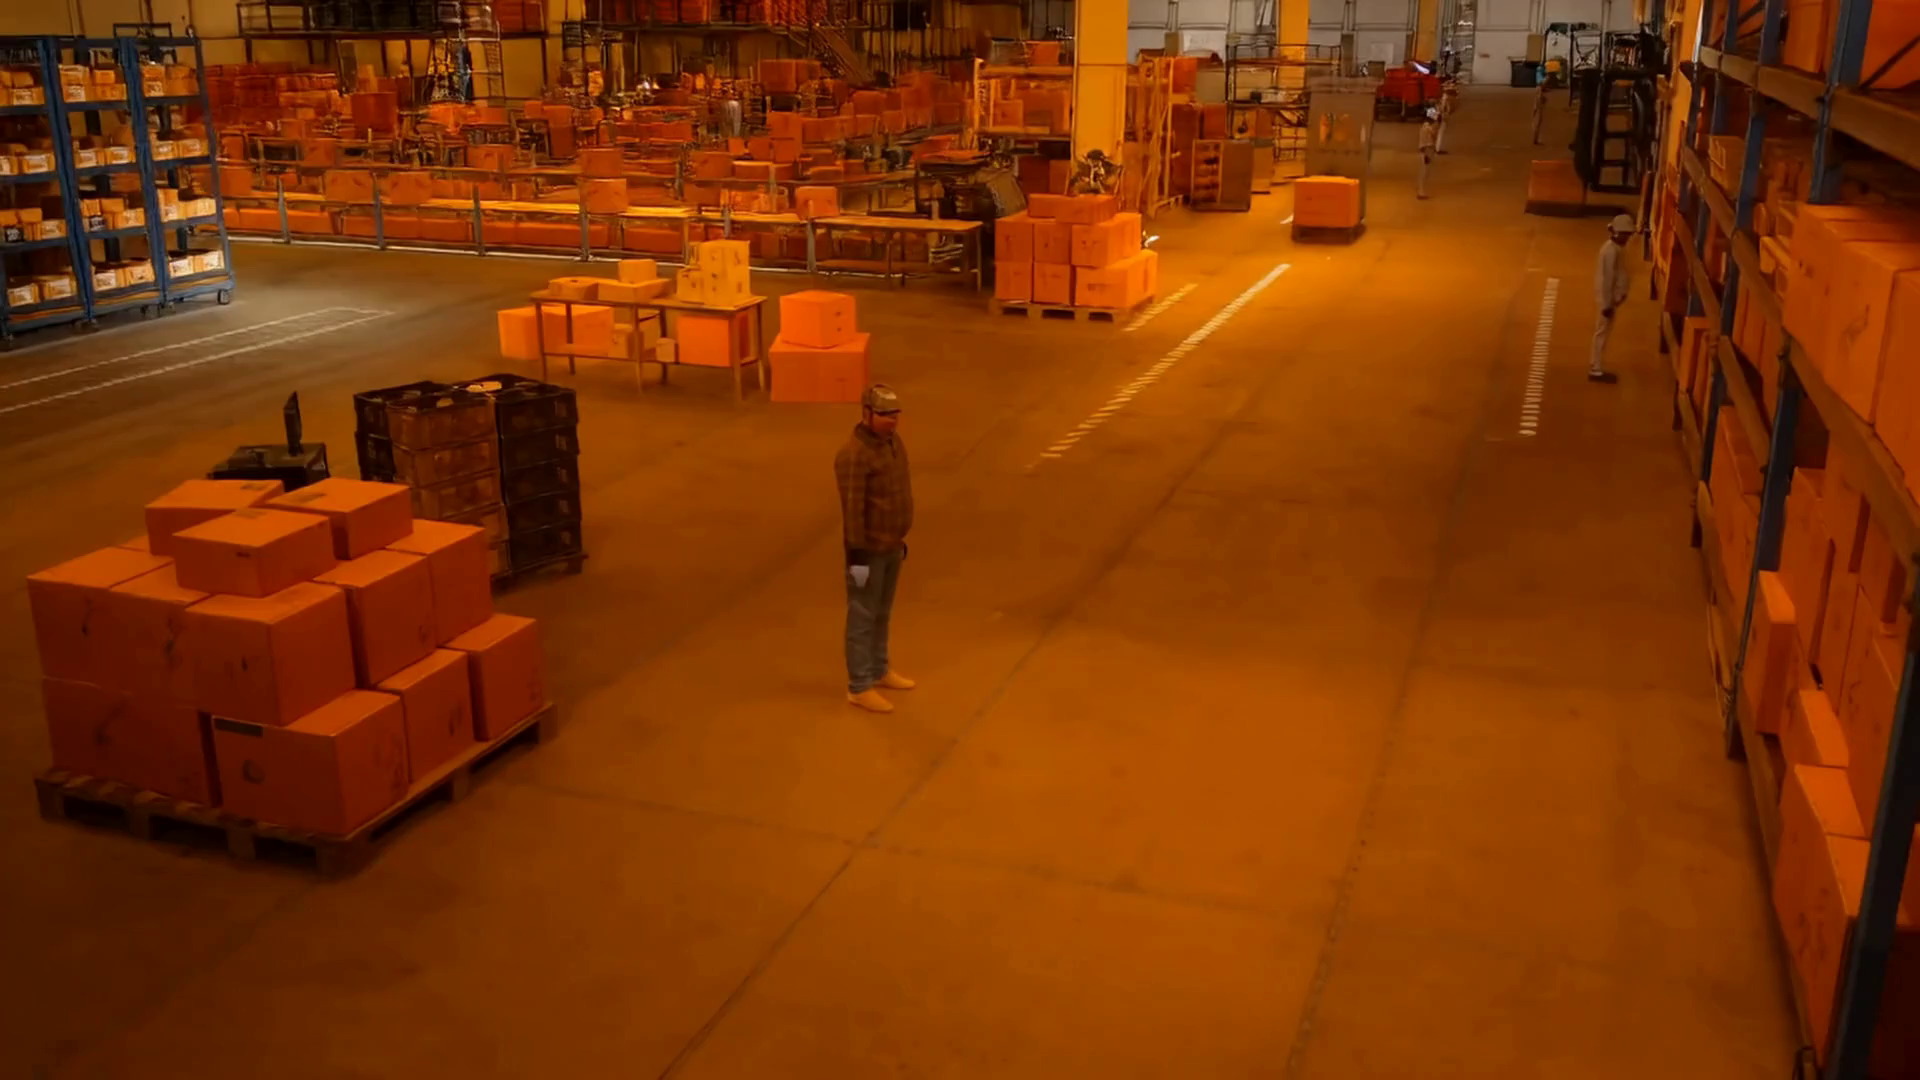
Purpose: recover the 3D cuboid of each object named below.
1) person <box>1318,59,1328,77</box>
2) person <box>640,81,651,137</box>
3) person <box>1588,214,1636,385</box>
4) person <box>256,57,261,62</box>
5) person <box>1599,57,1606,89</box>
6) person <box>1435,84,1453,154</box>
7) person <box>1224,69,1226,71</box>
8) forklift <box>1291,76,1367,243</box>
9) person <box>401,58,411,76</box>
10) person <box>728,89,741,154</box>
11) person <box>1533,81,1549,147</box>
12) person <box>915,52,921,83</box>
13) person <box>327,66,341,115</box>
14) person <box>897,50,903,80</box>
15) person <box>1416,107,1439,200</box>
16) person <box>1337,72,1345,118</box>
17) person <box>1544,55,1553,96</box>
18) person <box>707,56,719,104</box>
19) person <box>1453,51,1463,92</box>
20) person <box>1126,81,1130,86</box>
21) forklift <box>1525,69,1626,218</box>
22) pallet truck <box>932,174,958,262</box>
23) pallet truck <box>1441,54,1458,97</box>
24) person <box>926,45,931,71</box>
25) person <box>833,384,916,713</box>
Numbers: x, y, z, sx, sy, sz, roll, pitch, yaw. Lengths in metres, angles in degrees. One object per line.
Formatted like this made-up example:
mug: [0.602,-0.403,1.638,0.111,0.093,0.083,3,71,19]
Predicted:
person: [18.494,-23.848,84.681,0.636,1.899,0.639,-9,20,-26]
person: [-10.151,-13.976,53.887,0.329,1.764,0.524,7,19,21]
person: [7.081,-2.619,18.096,0.404,1.827,0.589,7,19,21]
person: [-31.355,-20.629,74.518,0.381,1.928,0.587,7,19,21]
person: [31.097,-22.618,80.951,0.520,1.821,0.781,-16,24,-41]
person: [13.769,-11.975,47.323,0.376,1.933,0.544,7,19,21]
person: [9.495,-15.923,59.723,0.377,1.936,0.628,7,19,21]
forklift: [6.598,-6.755,29.381,1.129,2.768,1.873,6,19,19]
person: [-24.435,-20.335,73.588,0.376,1.933,0.544,7,19,21]
person: [-6.179,-11.430,45.724,0.334,1.864,0.521,7,19,21]
person: [17.337,-12.720,49.692,0.398,1.915,0.588,7,19,21]
person: [-2.169,-26.794,94.240,0.869,1.710,0.530,-3,18,-10]
person: [-24.363,-17.487,64.721,0.360,1.883,0.574,7,19,21]
person: [-3.528,-28.101,98.371,0.322,1.697,0.533,7,19,21]
person: [10.052,-8.311,35.794,0.402,1.942,0.604,7,19,21]
person: [14.451,-16.892,63.151,0.322,1.697,0.533,7,19,21]
person: [28.284,-22.341,79.993,0.334,1.873,0.521,7,19,21]
person: [-10.758,-20.038,72.475,0.389,2.045,0.606,7,19,21]
person: [24.728,-23.268,82.710,0.392,1.990,0.611,7,19,21]
person: [5.995,-16.368,60.948,0.929,2.000,0.713,17,24,42]
forklift: [12.279,-7.844,32.801,1.873,2.768,1.129,6,19,19]
pallet truck: [-0.507,-5.292,27.348,0.653,1.274,1.630,6,19,19]
pallet truck: [22.765,-21.886,78.355,0.823,1.965,1.885,-4,18,-14]
person: [-1.864,-28.819,100.247,0.376,1.933,0.544,7,19,21]
person: [-0.462,0.034,9.638,0.401,1.904,0.640,7,19,21]
